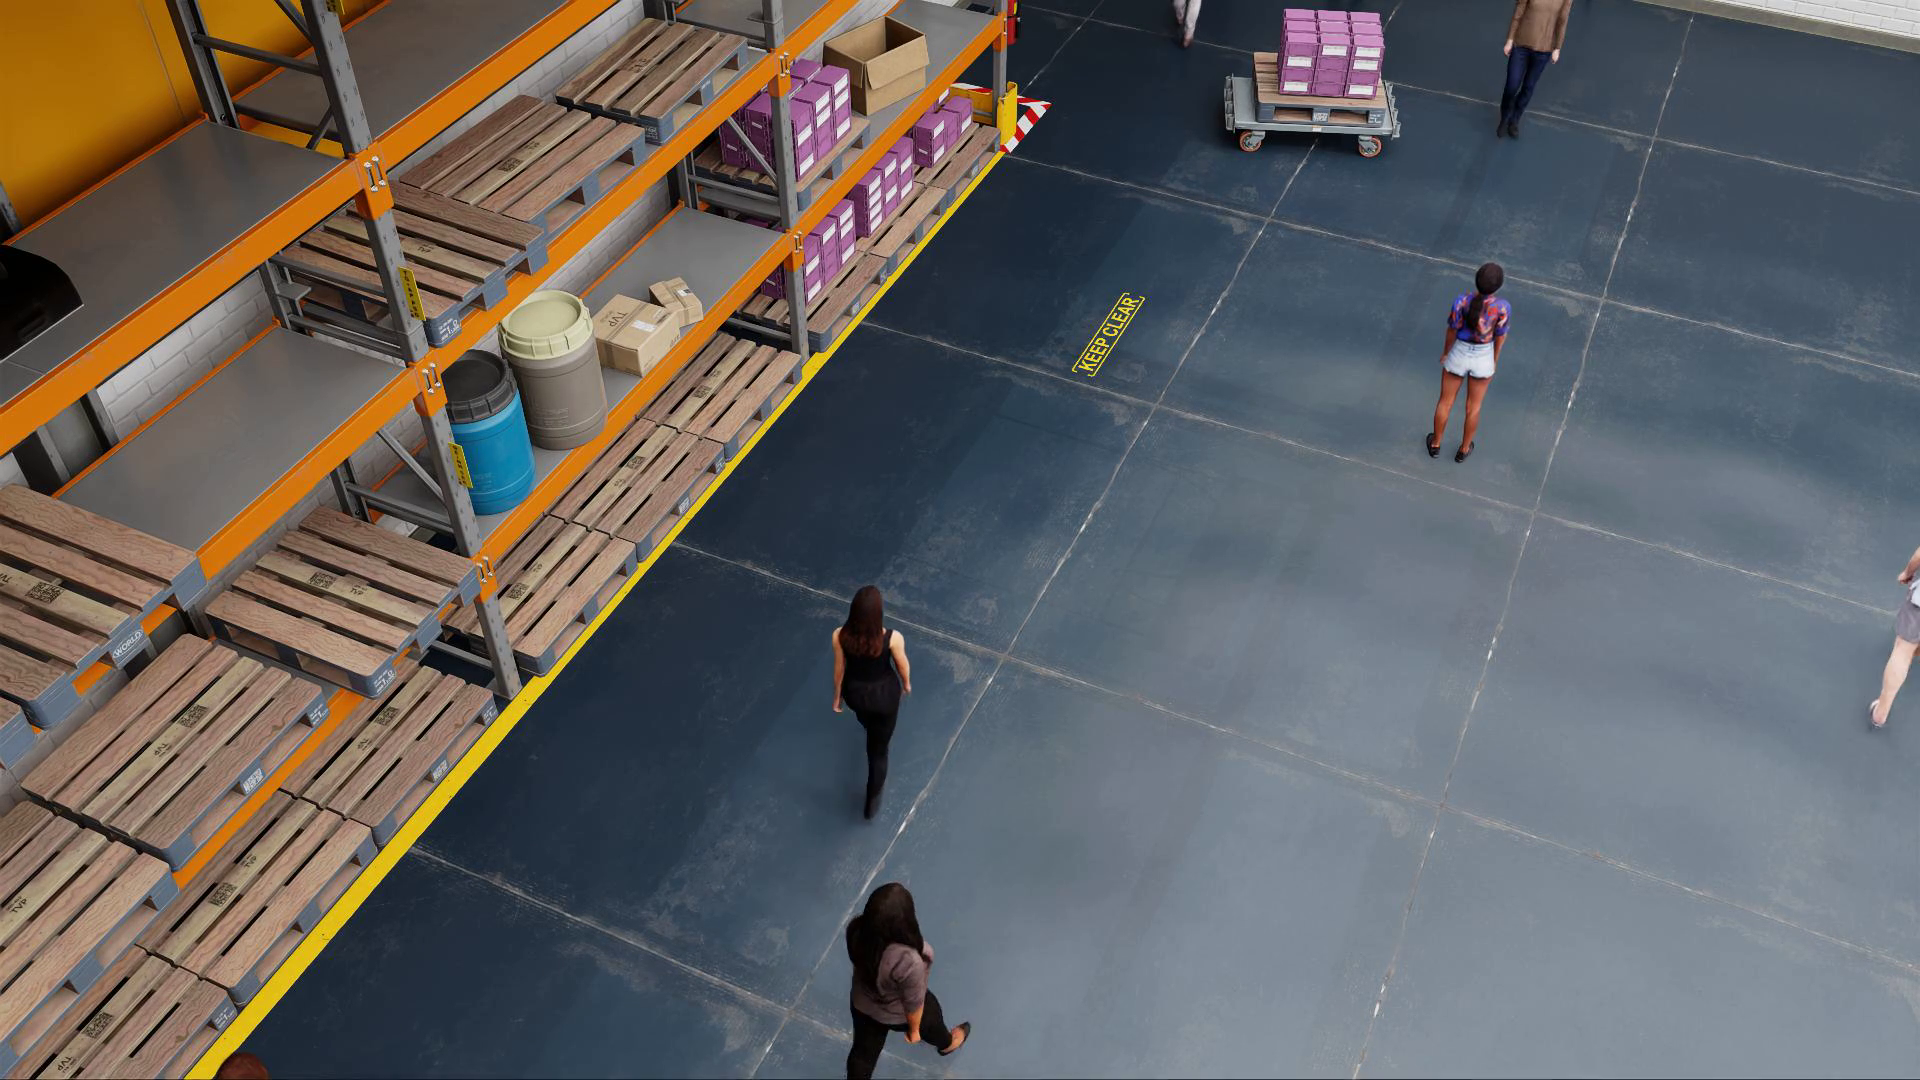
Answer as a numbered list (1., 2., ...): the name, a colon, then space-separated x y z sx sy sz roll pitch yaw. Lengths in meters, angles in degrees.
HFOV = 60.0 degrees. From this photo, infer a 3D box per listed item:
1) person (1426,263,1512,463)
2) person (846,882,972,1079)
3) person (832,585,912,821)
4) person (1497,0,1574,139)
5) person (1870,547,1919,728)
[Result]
1. person: 3.774 -1.319 12.329 0.600 1.741 0.533 14 45 15
2. person: -0.422 2.409 8.371 0.819 1.803 1.141 27 50 26
3. person: -0.540 1.004 9.965 0.840 1.638 1.188 5 44 5
4. person: 5.449 -4.764 15.848 0.737 1.875 0.713 5 44 5
5. person: 6.136 0.447 10.443 0.684 1.785 1.134 20 47 19
